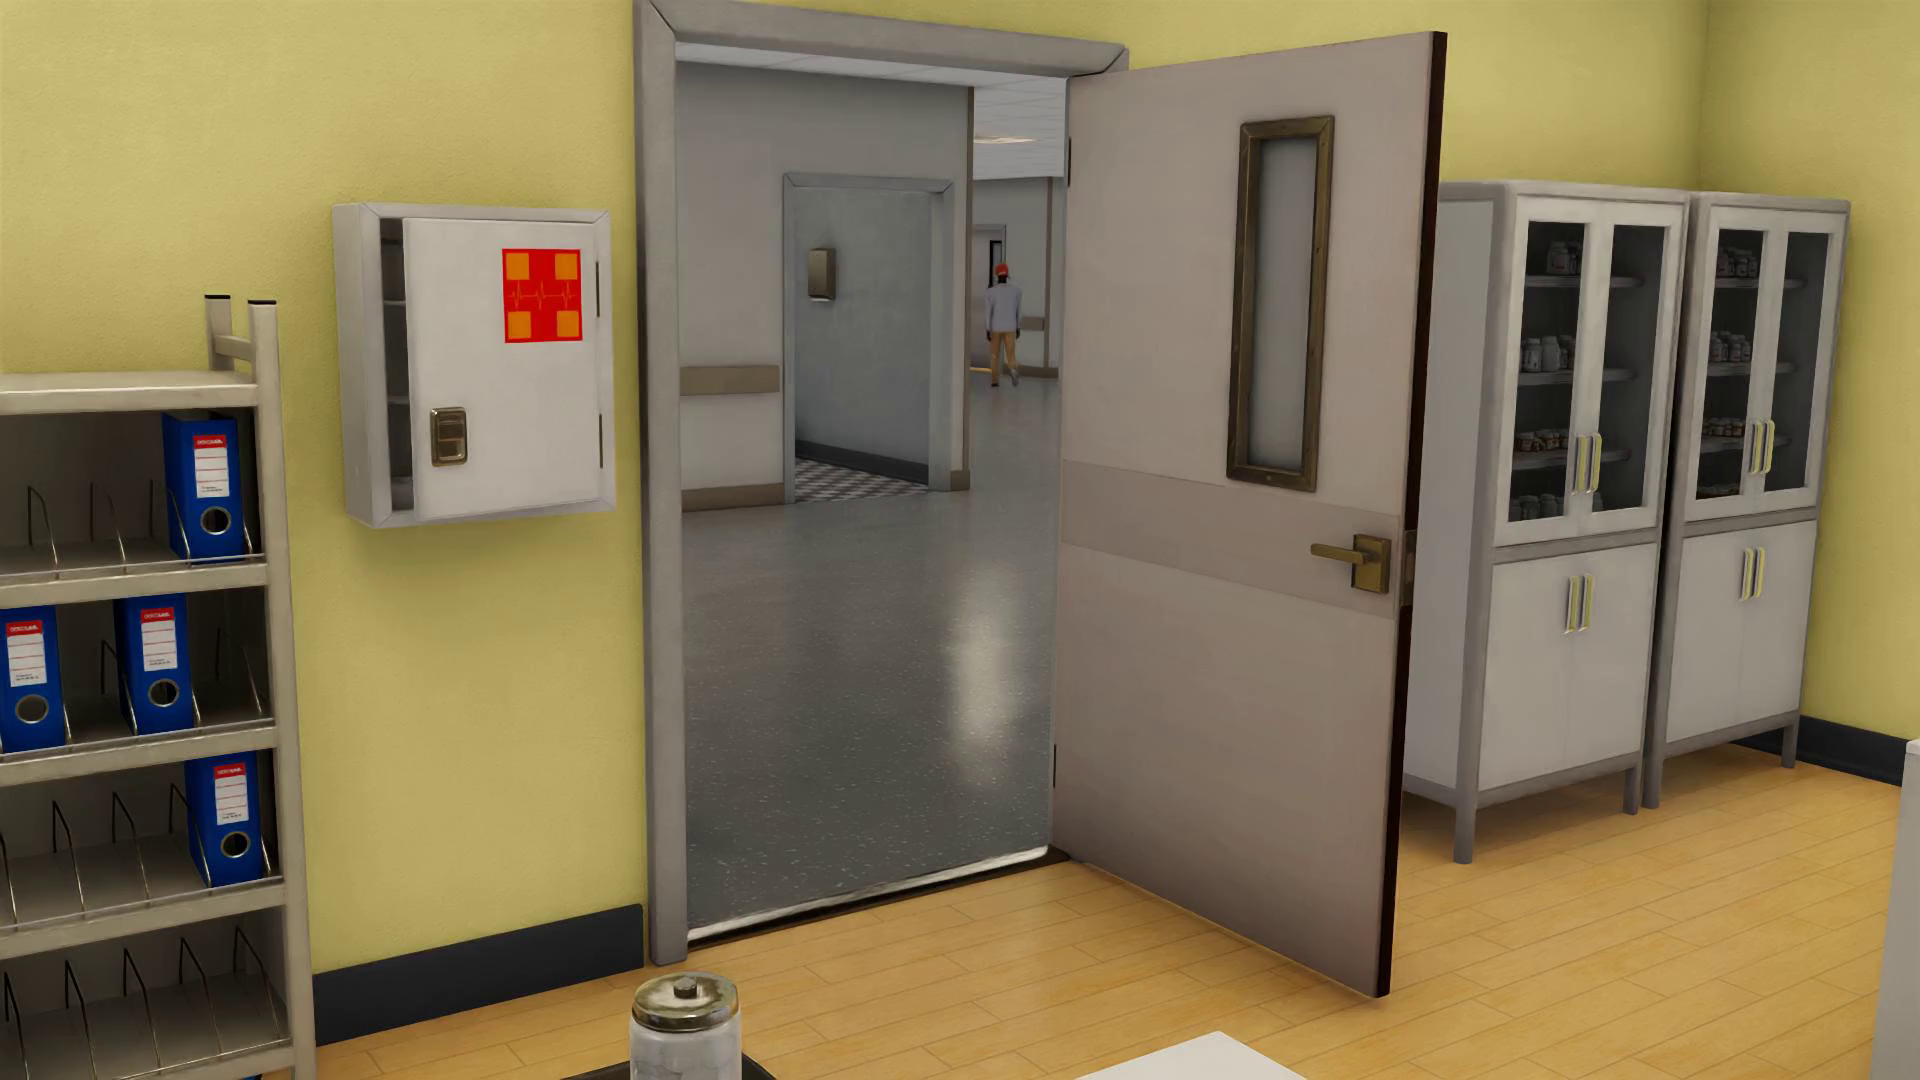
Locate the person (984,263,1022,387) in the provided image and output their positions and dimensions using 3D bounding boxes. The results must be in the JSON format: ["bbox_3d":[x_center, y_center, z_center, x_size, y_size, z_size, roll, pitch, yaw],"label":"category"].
[{"bbox_3d":[0.606,-2.960,22.999,0.563,1.733,0.668,-1,10,-10],"label":"person"}]
